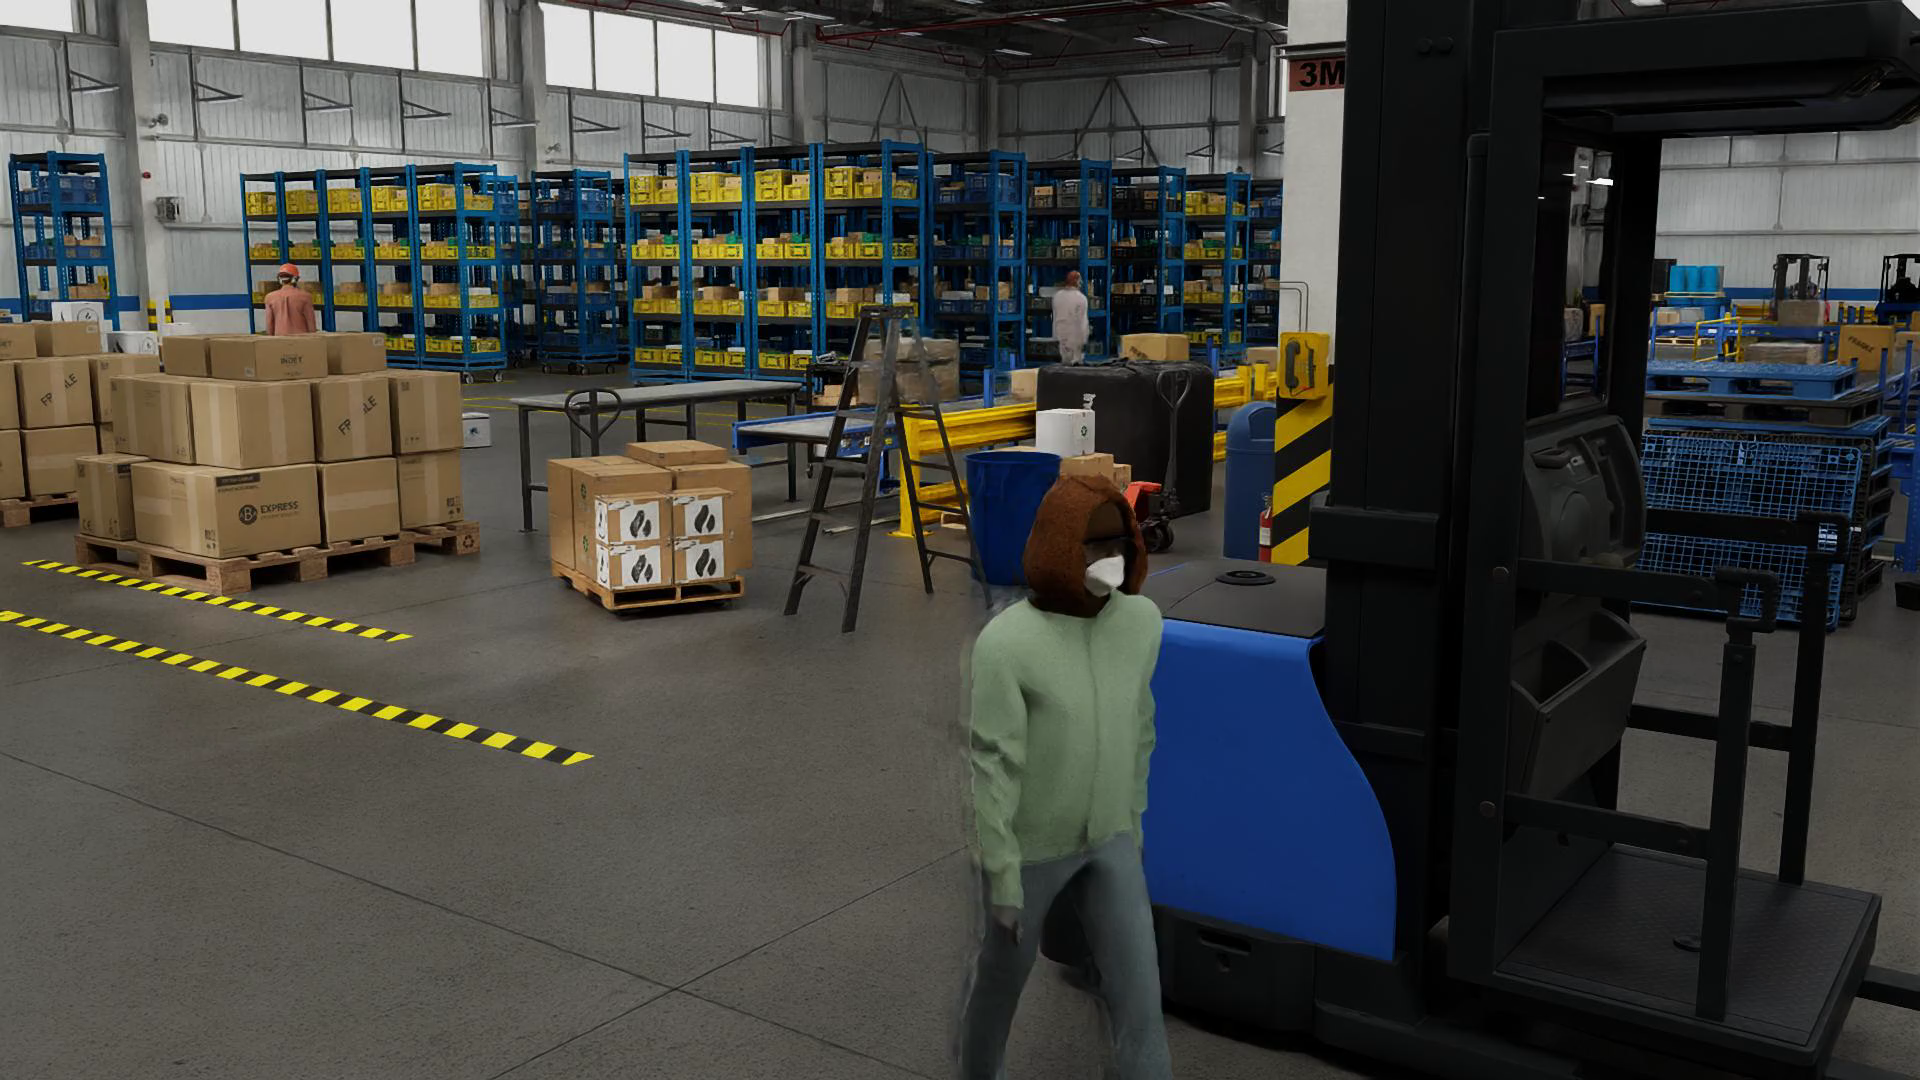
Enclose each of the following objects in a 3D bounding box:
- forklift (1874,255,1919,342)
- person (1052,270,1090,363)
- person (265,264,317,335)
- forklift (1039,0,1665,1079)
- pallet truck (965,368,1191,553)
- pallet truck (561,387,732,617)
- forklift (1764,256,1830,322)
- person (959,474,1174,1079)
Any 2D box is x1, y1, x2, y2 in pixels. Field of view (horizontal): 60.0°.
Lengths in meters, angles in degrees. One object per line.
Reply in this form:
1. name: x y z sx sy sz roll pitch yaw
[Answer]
1. forklift: 22.089 -5.634 38.796 1.157 1.987 2.680 6 11 33
2. person: 1.545 -2.831 23.327 0.543 1.892 0.667 -9 13 -42
3. person: -8.545 -2.536 21.307 0.611 1.985 0.393 -1 10 -8
4. forklift: 1.249 -0.137 4.360 1.873 2.768 1.129 7 12 35
5. pallet truck: 0.845 -0.609 11.869 1.630 1.274 0.653 7 12 35
6. pallet truck: -1.981 -0.274 10.088 0.680 1.201 1.601 -5 11 -28
7. forklift: 20.253 -5.854 40.139 1.157 1.987 2.680 7 12 35
8. person: 0.252 0.660 3.443 0.521 1.587 0.841 -6 11 -32
